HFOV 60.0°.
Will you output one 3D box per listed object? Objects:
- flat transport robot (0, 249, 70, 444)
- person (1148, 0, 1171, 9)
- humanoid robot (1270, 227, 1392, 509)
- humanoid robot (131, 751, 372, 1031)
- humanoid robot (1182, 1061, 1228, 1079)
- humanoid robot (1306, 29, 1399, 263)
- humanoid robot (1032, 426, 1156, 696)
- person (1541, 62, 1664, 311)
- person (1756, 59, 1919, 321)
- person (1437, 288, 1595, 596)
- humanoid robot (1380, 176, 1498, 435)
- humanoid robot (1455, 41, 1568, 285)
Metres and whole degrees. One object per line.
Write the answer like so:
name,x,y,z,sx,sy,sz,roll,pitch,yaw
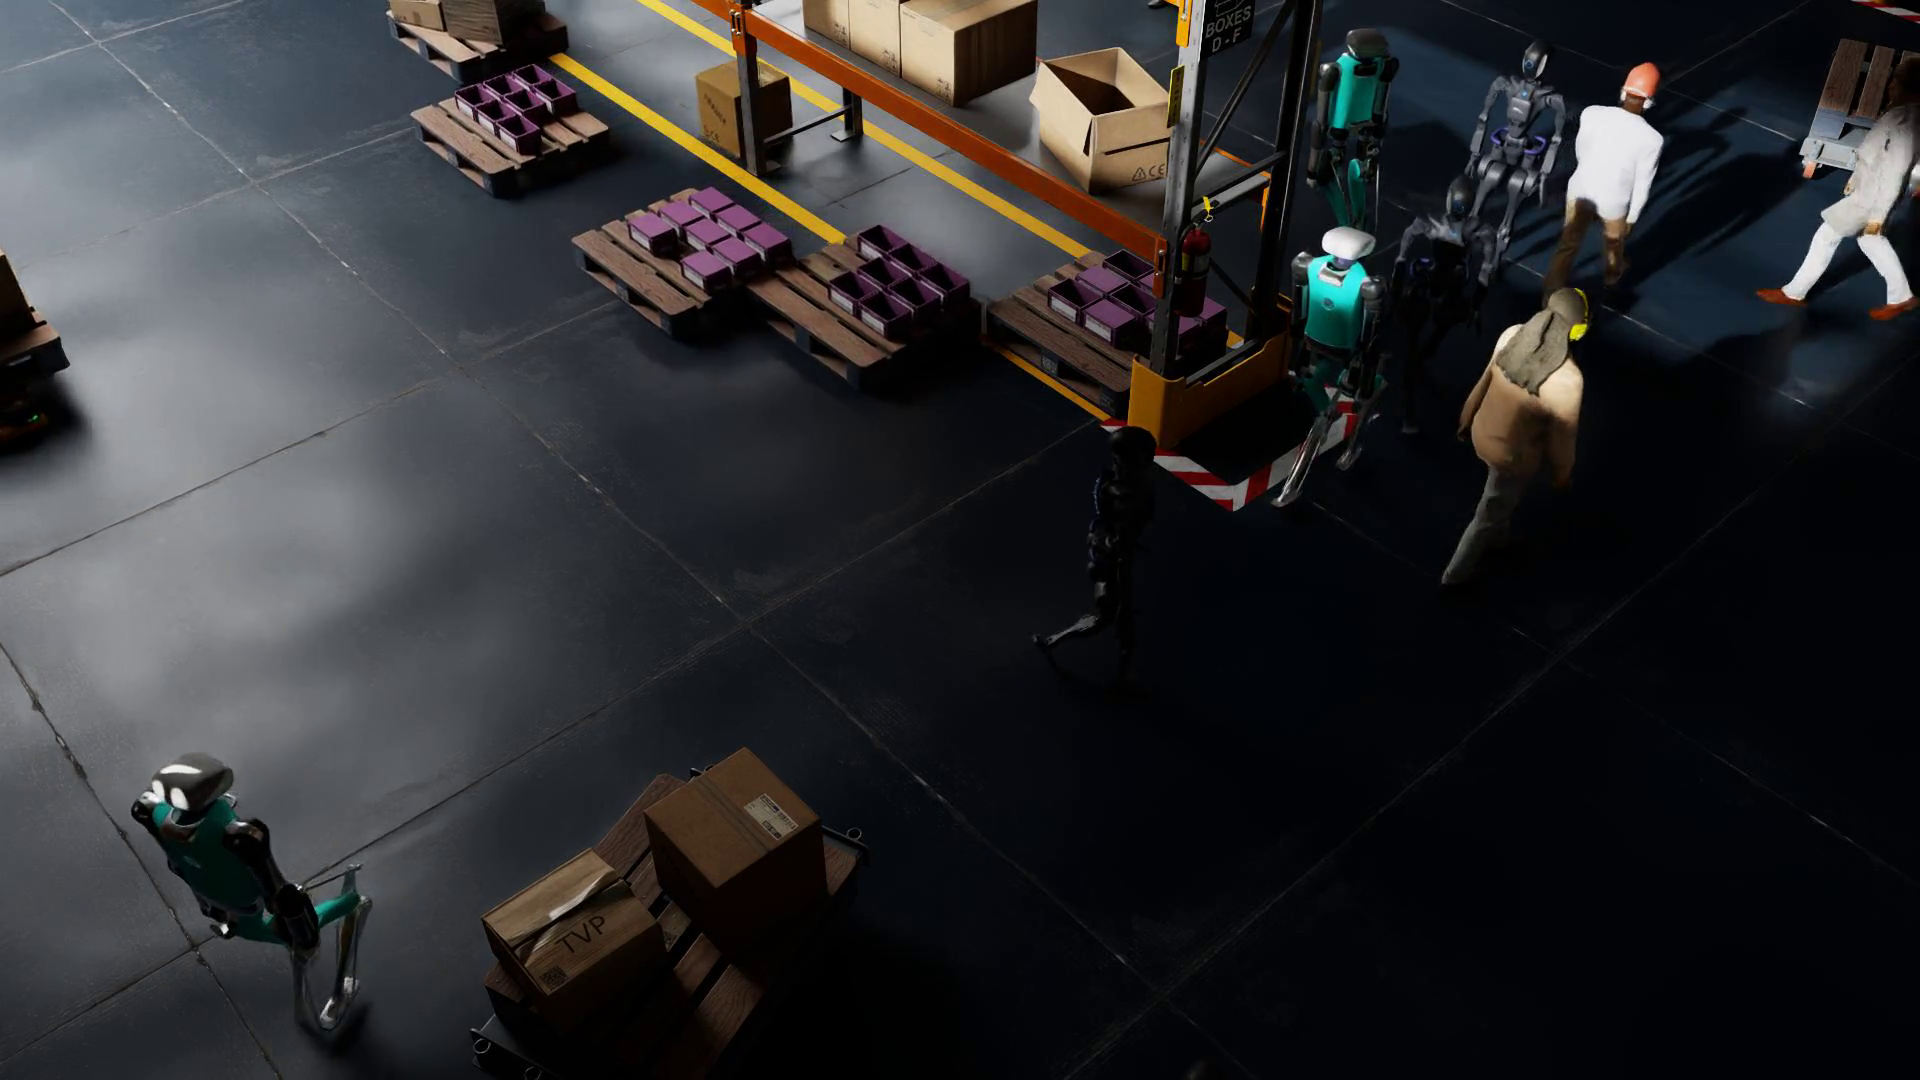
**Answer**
flat transport robot,-6.167,-0.959,10.138,0.659,0.231,1.431,-31,51,-29
person,1.713,-5.347,13.748,0.378,1.841,0.565,-17,45,-17
humanoid robot,2.108,-0.998,9.116,0.556,1.767,1.000,29,50,28
humanoid robot,-2.639,1.372,6.561,0.534,1.860,0.711,14,44,14
humanoid robot,0.799,2.220,5.646,0.599,1.645,0.345,10,44,11
humanoid robot,2.516,-2.232,10.496,0.539,1.866,0.727,-14,45,-15
humanoid robot,0.673,0.118,7.936,0.619,1.632,0.601,2,43,3
person,4.062,-2.199,10.431,0.561,1.690,0.926,28,49,27
person,5.727,-2.139,10.297,0.897,1.795,0.514,20,46,20
person,2.884,-0.502,8.481,0.794,1.840,0.593,-17,45,-17
humanoid robot,2.762,-1.421,9.647,0.585,1.615,0.800,5,43,6
humanoid robot,3.532,-2.388,10.651,0.599,1.658,0.362,28,49,27
